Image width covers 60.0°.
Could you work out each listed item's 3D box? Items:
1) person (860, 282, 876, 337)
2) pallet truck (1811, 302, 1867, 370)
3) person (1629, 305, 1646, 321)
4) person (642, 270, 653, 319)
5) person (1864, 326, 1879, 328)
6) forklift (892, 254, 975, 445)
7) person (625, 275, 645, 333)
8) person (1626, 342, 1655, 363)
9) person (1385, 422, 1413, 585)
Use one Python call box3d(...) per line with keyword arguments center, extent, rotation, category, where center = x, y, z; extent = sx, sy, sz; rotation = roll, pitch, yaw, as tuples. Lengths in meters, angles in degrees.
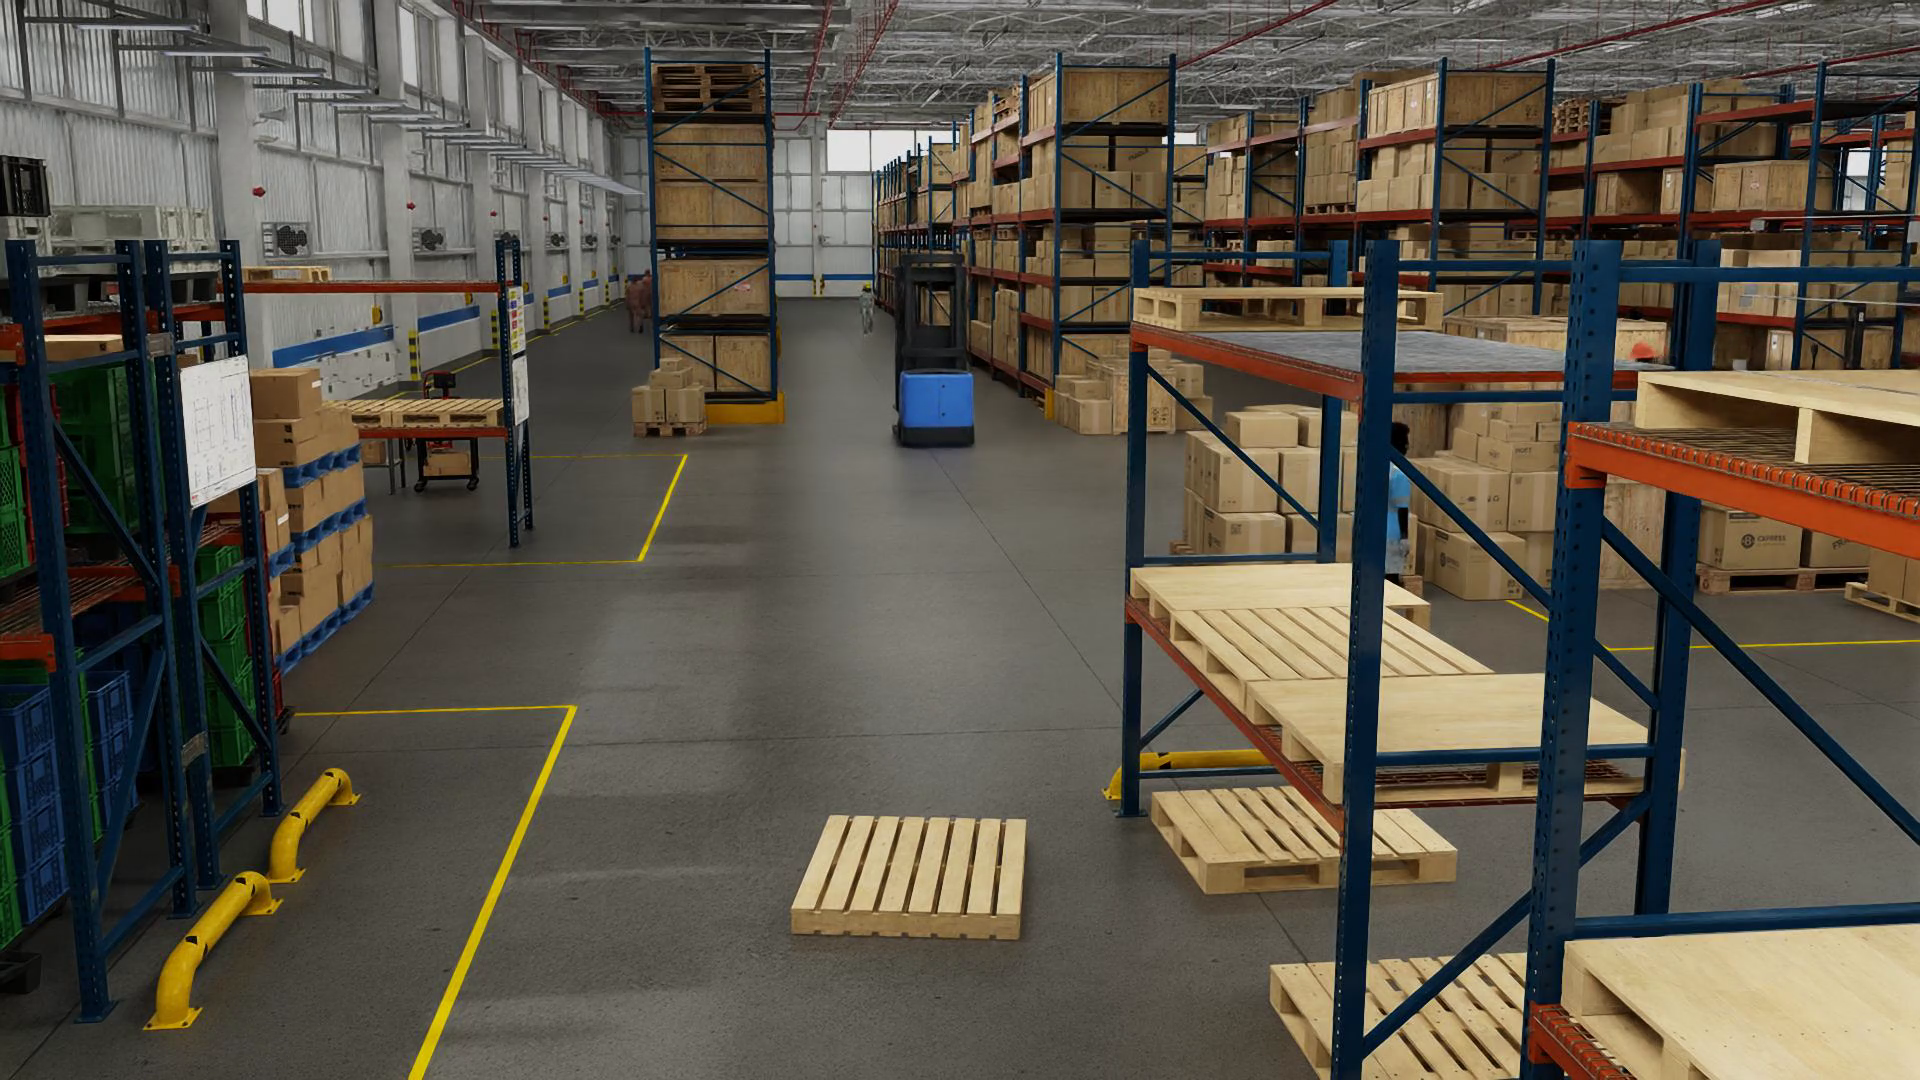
box3d(center=(-2.878, -7.182, 51.965), extent=(0.500, 1.713, 0.775), rotation=(-3, 11, -18), category="person")
box3d(center=(15.846, -3.142, 28.793), extent=(1.885, 1.965, 0.823), rotation=(2, 10, 12), category="pallet truck")
box3d(center=(12.530, -3.441, 30.920), extent=(0.429, 1.836, 0.632), rotation=(-2, 10, -8), category="person")
box3d(center=(-12.085, -9.523, 64.446), extent=(0.402, 1.896, 0.652), rotation=(8, 13, 37), category="person")
box3d(center=(18.235, -3.947, 33.446), extent=(0.659, 1.923, 0.473), rotation=(-5, 11, -25), category="person")
box3d(center=(-0.400, -2.891, 24.951), extent=(1.129, 2.768, 1.873), rotation=(-1, 10, -6), category="forklift")
box3d(center=(-10.654, -7.733, 54.562), extent=(0.654, 1.878, 0.834), rotation=(-5, 11, -24), category="person")
box3d(center=(7.463, -1.224, 18.419), extent=(0.816, 1.907, 0.550), rotation=(-5, 11, -24), category="person")
box3d(center=(3.190, -0.040, 12.426), extent=(0.318, 1.698, 0.539), rotation=(-3, 11, -17), category="person")
